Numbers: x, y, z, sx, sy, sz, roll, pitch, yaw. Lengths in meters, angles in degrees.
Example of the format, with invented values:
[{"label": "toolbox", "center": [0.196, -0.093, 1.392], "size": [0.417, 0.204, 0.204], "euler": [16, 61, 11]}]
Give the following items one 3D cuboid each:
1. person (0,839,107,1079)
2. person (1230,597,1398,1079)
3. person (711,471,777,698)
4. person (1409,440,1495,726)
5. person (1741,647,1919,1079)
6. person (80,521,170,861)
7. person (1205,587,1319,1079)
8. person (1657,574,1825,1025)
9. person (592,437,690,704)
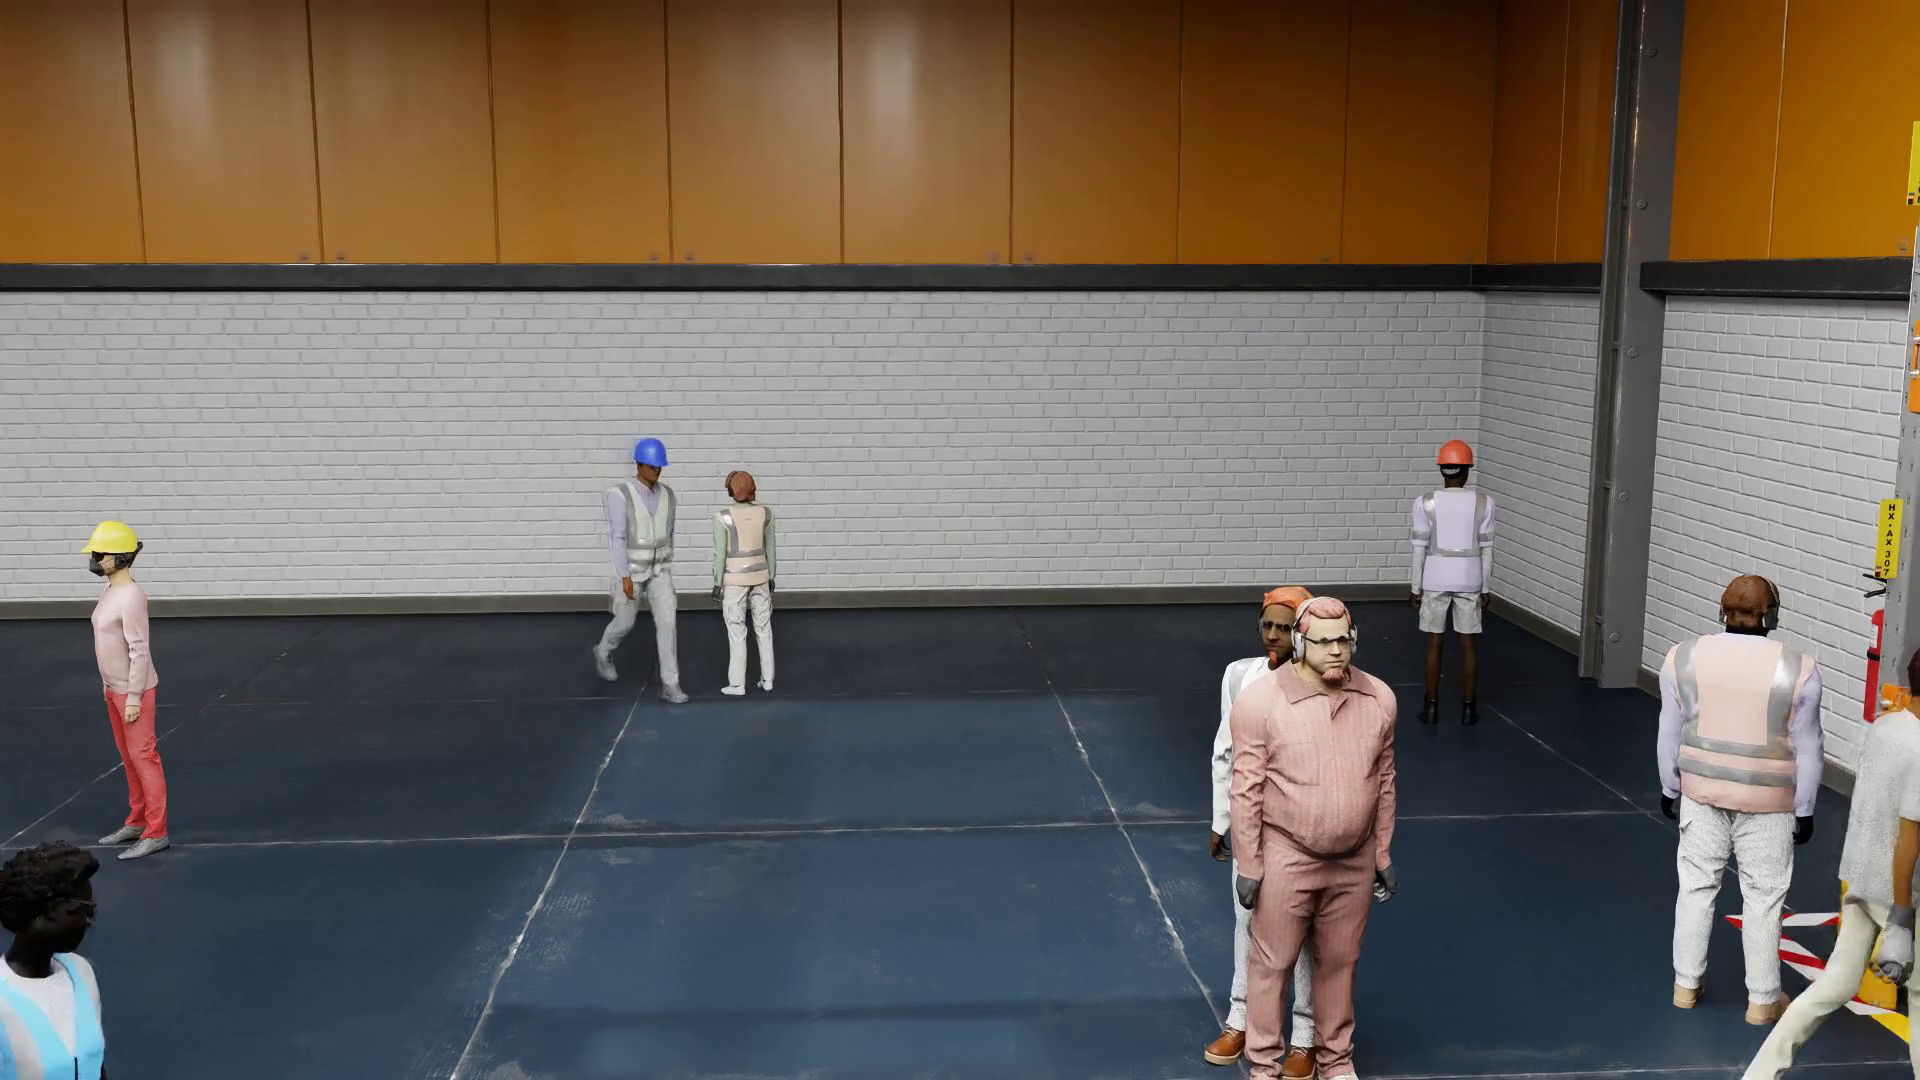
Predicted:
[{"label": "person", "center": [-2.266, 1.571, 4.052], "size": [0.358, 1.676, 0.597], "euler": [1, 9, 7]}, {"label": "person", "center": [1.282, 1.142, 5.966], "size": [0.641, 1.908, 0.407], "euler": [-2, 9, -15]}, {"label": "person", "center": [-1.553, 0.315, 12.001], "size": [0.523, 1.636, 0.310], "euler": [-7, 11, -36]}, {"label": "person", "center": [3.310, 0.292, 11.224], "size": [0.543, 1.932, 0.376], "euler": [2, 9, 11]}, {"label": "person", "center": [3.205, 1.230, 5.777], "size": [0.784, 1.851, 0.606], "euler": [2, 9, 10]}, {"label": "person", "center": [-4.370, 0.776, 8.697], "size": [0.307, 1.772, 0.525], "euler": [-8, 12, -41]}, {"label": "person", "center": [1.204, 1.102, 6.287], "size": [0.575, 1.885, 0.355], "euler": [7, 11, 36]}, {"label": "person", "center": [3.174, 1.047, 6.789], "size": [0.621, 1.838, 0.429], "euler": [7, 11, 37]}, {"label": "person", "center": [-2.321, 0.190, 11.959], "size": [0.581, 1.907, 0.920], "euler": [-8, 12, -41]}]
